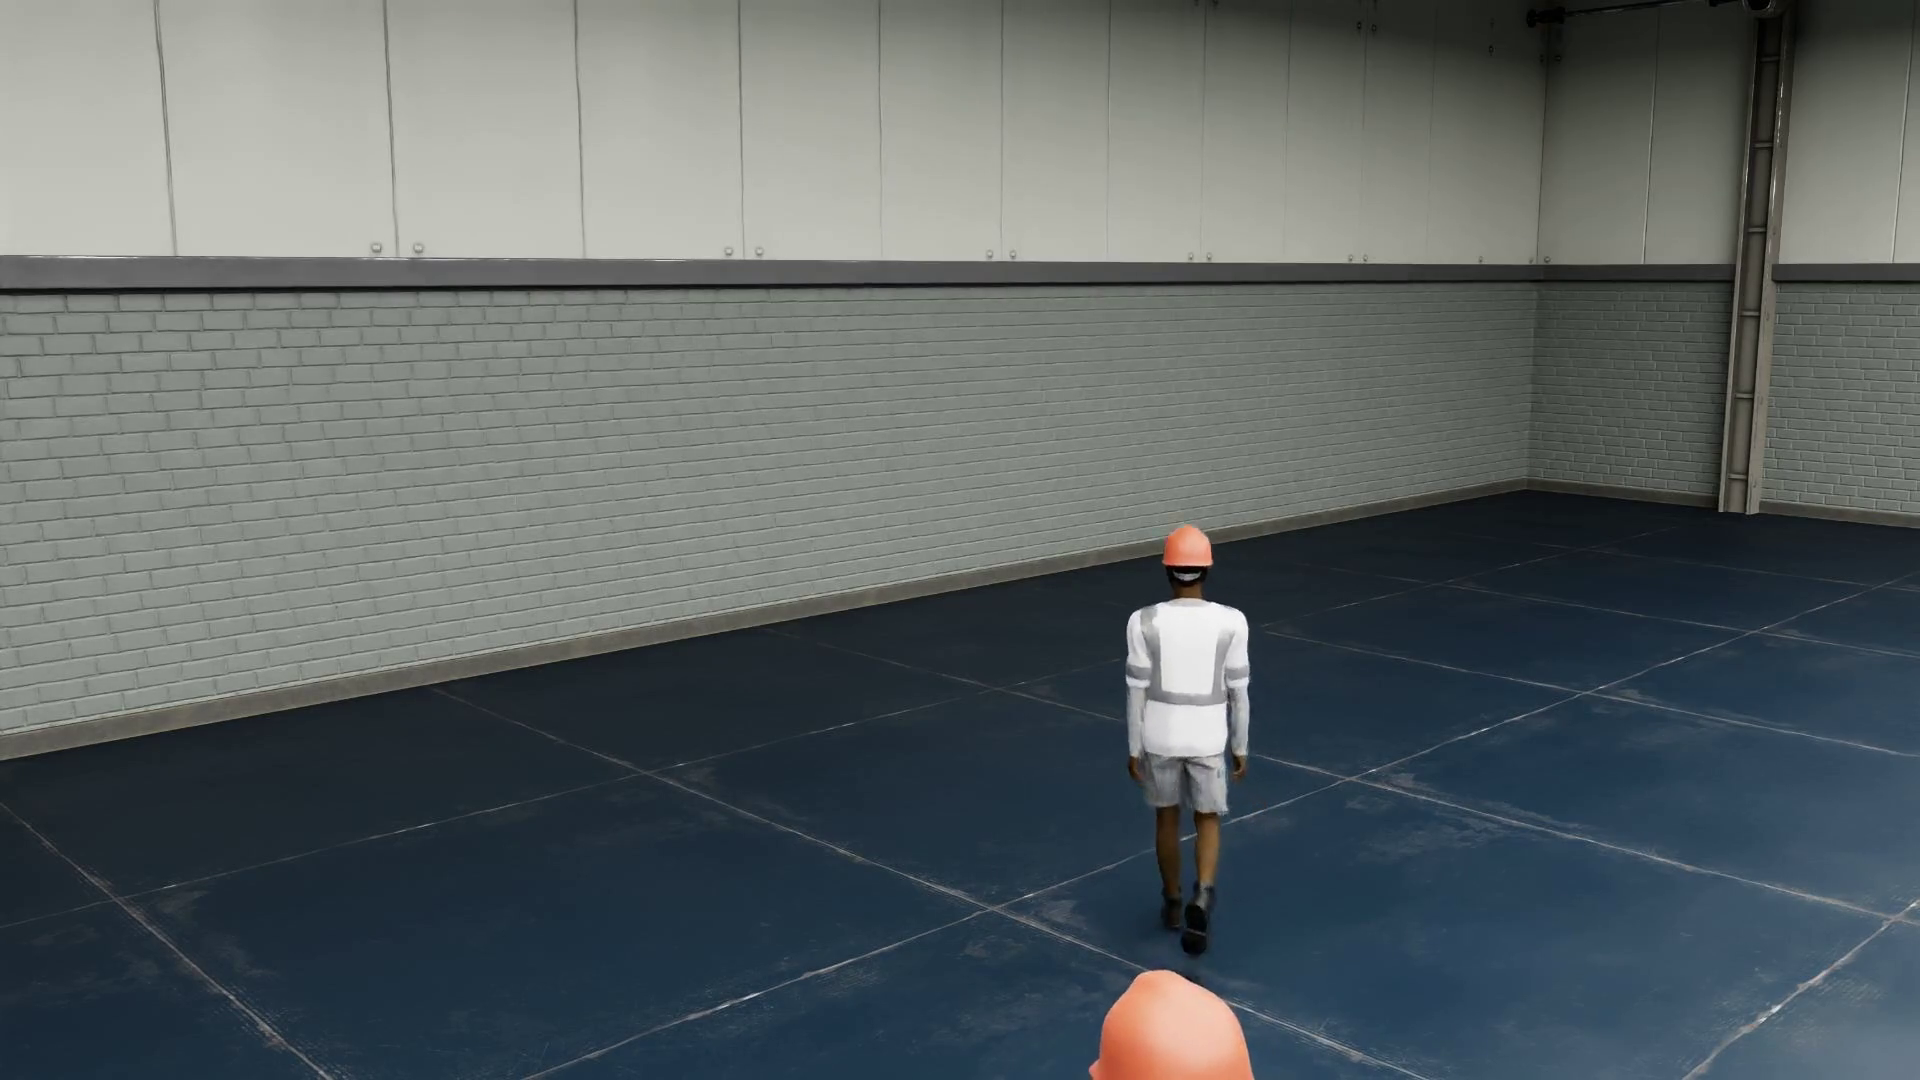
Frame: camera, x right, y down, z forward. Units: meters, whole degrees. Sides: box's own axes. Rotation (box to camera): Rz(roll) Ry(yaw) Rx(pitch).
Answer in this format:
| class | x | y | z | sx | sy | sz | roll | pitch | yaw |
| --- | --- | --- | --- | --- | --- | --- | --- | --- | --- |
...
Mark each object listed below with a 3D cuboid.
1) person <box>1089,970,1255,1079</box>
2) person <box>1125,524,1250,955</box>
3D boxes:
| class | x | y | z | sx | sy | sz | roll | pitch | yaw |
| --- | --- | --- | --- | --- | --- | --- | --- | --- | --- |
| person | 0.346 | 1.641 | 2.715 | 0.552 | 1.932 | 0.377 | -6 | 11 | -34 |
| person | 1.007 | 0.892 | 7.417 | 0.557 | 1.919 | 0.735 | 1 | 9 | 5 |
